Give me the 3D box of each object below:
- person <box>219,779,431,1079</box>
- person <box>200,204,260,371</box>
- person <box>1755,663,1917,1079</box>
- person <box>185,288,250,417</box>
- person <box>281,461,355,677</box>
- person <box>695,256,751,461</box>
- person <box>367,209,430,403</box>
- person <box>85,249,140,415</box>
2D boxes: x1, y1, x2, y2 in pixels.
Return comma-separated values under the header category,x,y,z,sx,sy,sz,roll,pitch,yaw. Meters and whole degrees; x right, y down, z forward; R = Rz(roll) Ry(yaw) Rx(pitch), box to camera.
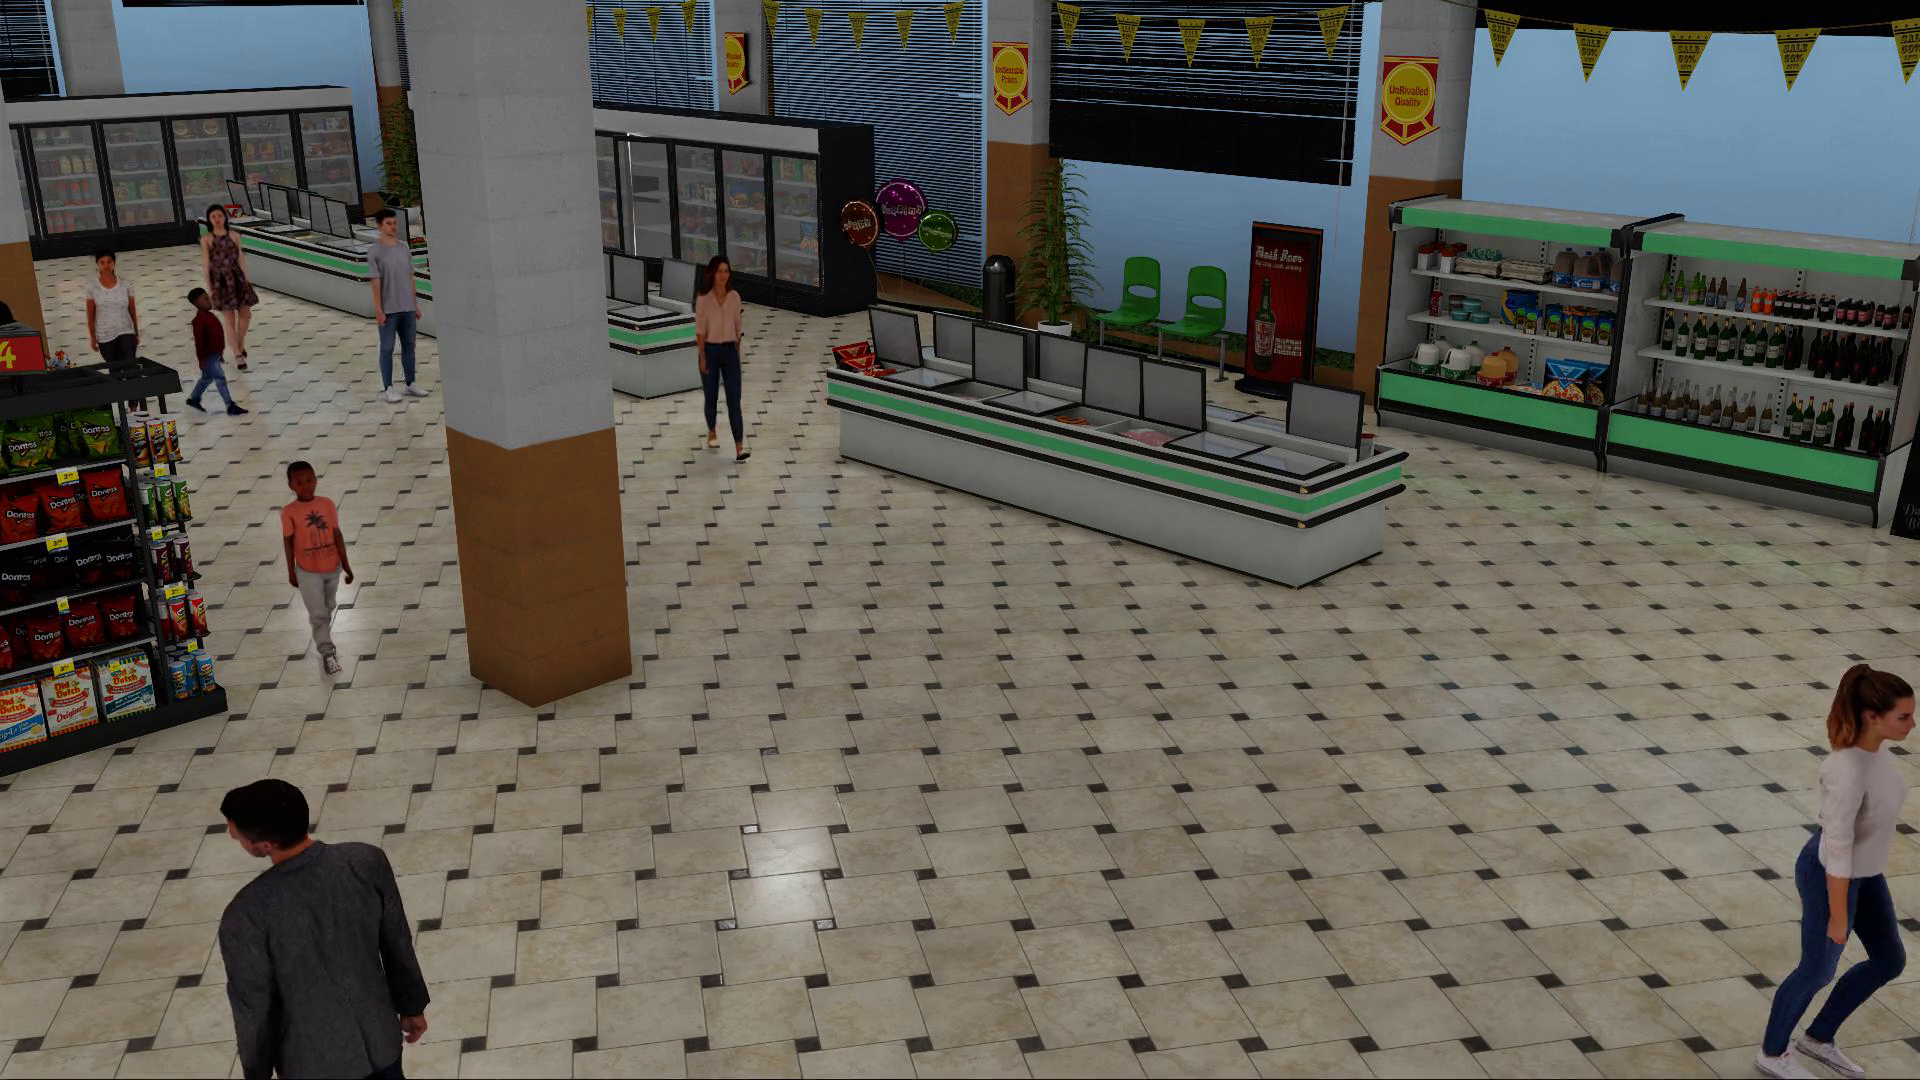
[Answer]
category,x,y,z,sx,sy,sz,roll,pitch,yaw
person,-1.847,1.544,5.073,0.817,1.846,0.638,-15,24,-38
person,-7.843,-2.703,17.798,0.718,1.765,0.751,-13,22,-33
person,3.169,1.248,6.165,0.611,1.709,0.631,17,25,41
person,-7.225,-1.781,15.884,0.901,1.239,0.845,0,19,-1
person,-3.917,0.146,10.106,0.545,1.281,0.914,-14,23,-36
person,-2.137,-1.574,14.500,0.925,1.731,1.235,-7,20,-20
person,-5.618,-2.330,16.502,0.638,1.885,0.717,12,22,33
person,-8.007,-1.925,15.749,0.845,1.599,1.193,-9,20,-24
